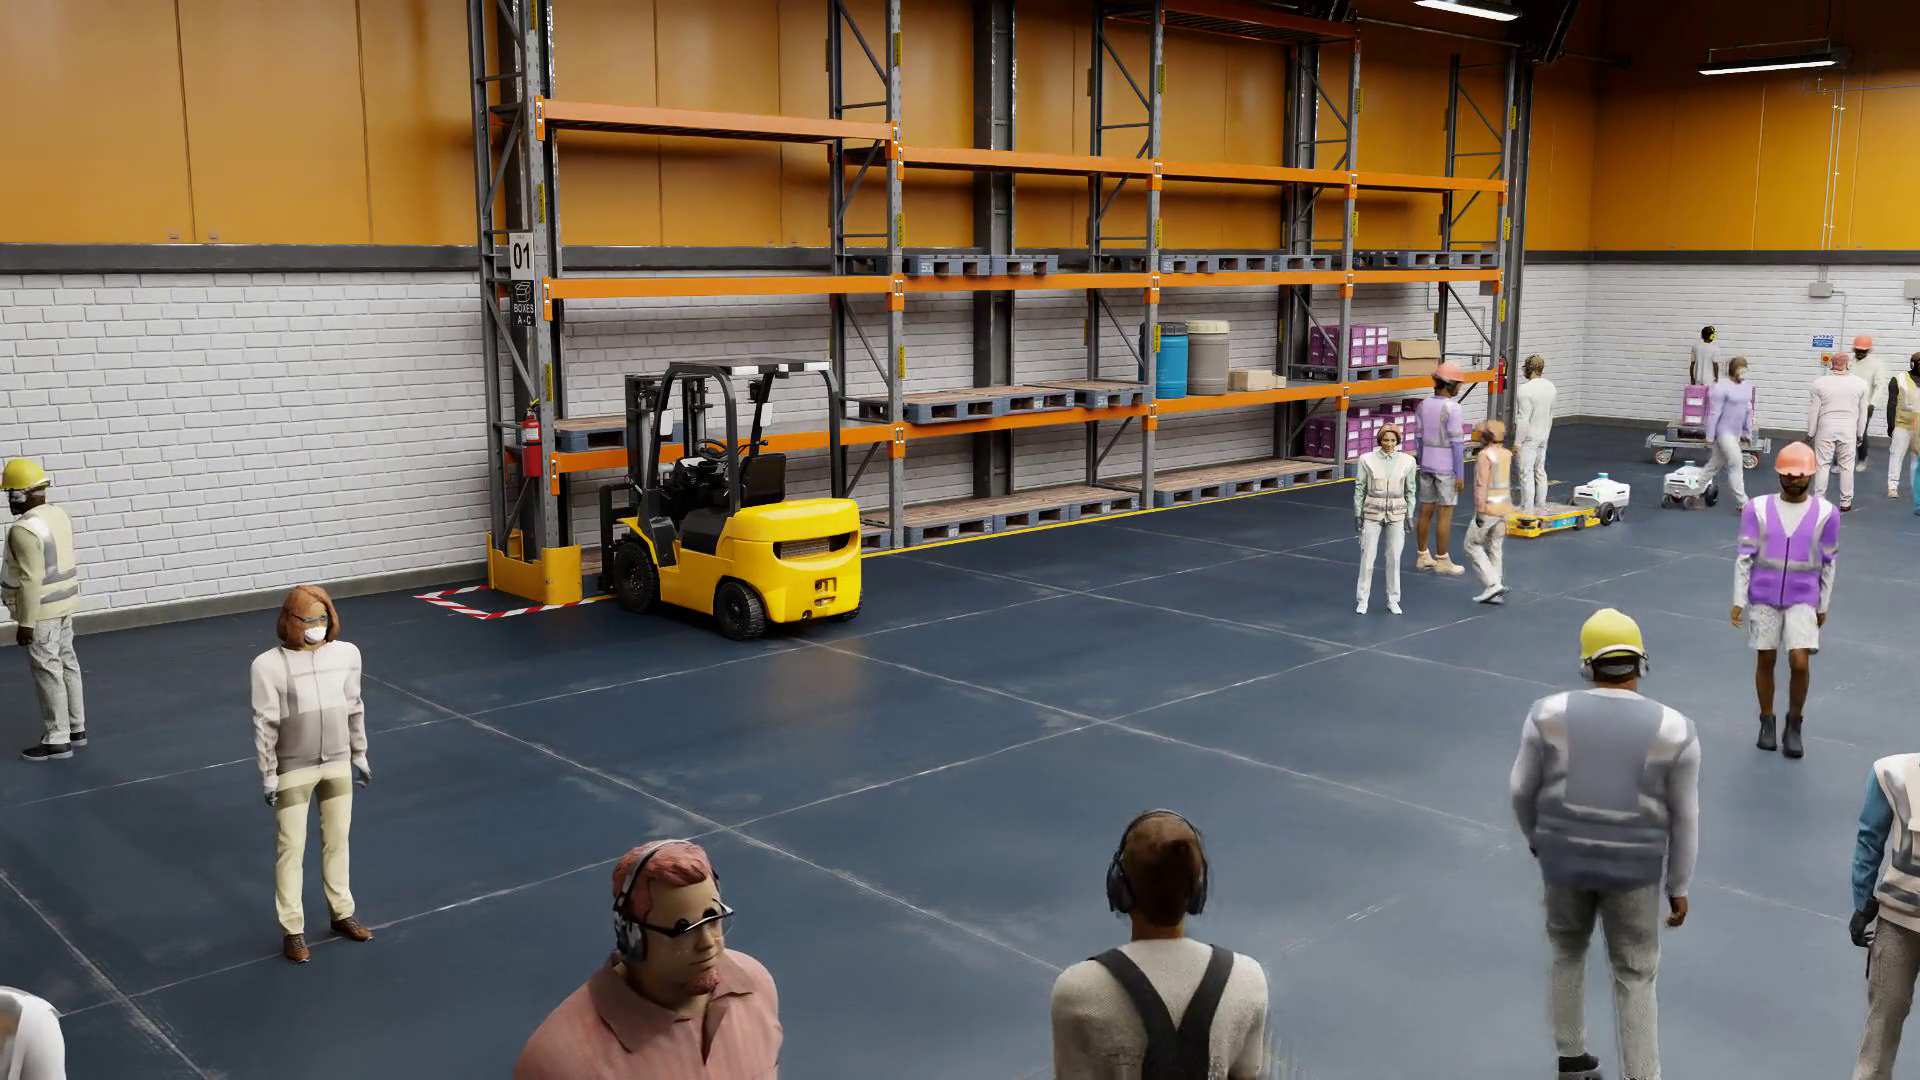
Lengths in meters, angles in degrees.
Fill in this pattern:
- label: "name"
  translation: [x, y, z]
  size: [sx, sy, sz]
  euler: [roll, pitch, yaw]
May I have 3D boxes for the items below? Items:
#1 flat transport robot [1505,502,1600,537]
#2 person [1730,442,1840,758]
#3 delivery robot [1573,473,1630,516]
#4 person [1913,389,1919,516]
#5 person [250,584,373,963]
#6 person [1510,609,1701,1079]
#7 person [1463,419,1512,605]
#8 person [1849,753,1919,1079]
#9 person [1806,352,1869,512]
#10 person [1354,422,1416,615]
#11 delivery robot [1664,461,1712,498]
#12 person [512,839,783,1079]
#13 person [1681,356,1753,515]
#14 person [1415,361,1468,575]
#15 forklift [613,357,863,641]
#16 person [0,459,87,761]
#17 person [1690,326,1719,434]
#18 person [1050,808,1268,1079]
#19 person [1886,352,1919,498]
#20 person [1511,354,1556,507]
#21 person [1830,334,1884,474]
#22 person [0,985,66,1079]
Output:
- label: "flat transport robot"
  translation: [6.430, -0.240, 18.460]
  size: [1.431, 0.197, 0.652]
  euler: [-8, 12, -38]
- label: "person"
  translation: [4.995, 0.367, 10.100]
  size: [0.553, 1.917, 0.594]
  euler: [5, 11, 28]
- label: "delivery robot"
  translation: [7.340, -0.524, 19.016]
  size: [0.707, 0.478, 0.477]
  euler: [-8, 12, -38]
- label: "person"
  translation: [11.294, -1.134, 19.137]
  size: [0.605, 1.819, 0.735]
  euler: [0, 10, 0]
- label: "person"
  translation: [-2.811, 0.996, 7.244]
  size: [0.289, 1.632, 0.497]
  euler: [9, 13, 41]
- label: "person"
  translation: [2.278, 1.148, 5.924]
  size: [0.629, 1.786, 0.540]
  euler: [4, 11, 23]
- label: "person"
  translation: [4.610, -0.242, 14.504]
  size: [0.543, 1.618, 0.380]
  euler: [-9, 13, -44]
- label: "person"
  translation: [3.257, 1.283, 5.546]
  size: [0.523, 1.636, 0.311]
  euler: [5, 11, 28]
- label: "person"
  translation: [10.433, -1.285, 19.819]
  size: [0.639, 1.901, 0.407]
  euler: [3, 10, 18]
- label: "person"
  translation: [3.597, -0.181, 14.116]
  size: [0.511, 1.639, 0.308]
  euler: [1, 10, 6]
- label: "delivery robot"
  translation: [8.821, -0.716, 20.141]
  size: [0.477, 0.478, 0.707]
  euler: [9, 13, 44]
- label: "person"
  translation: [-0.558, 1.523, 3.353]
  size: [0.407, 1.910, 0.639]
  euler: [8, 12, 38]
- label: "person"
  translation: [9.030, -1.237, 19.623]
  size: [0.646, 1.882, 1.009]
  euler: [-7, 12, -36]
- label: "person"
  translation: [4.627, -0.687, 15.919]
  size: [0.401, 2.039, 0.616]
  euler: [-4, 11, -23]
- label: "forklift"
  translation: [-1.847, -0.414, 13.852]
  size: [1.214, 2.155, 2.313]
  euler: [-9, 13, -42]
- label: "person"
  translation: [-5.566, 0.415, 10.067]
  size: [0.403, 1.827, 0.600]
  euler: [-1, 10, -7]
- label: "person"
  translation: [12.508, -2.654, 27.929]
  size: [0.326, 1.869, 0.519]
  euler: [-7, 12, -36]
- label: "person"
  translation: [0.406, 1.494, 3.773]
  size: [0.534, 1.819, 0.561]
  euler: [-2, 10, -13]
- label: "person"
  translation: [11.969, -1.439, 20.880]
  size: [0.627, 1.847, 0.429]
  euler: [2, 10, 10]
- label: "person"
  translation: [6.421, -1.115, 18.704]
  size: [0.635, 1.938, 0.359]
  euler: [-8, 12, -39]
- label: "person"
  translation: [12.429, -1.879, 23.079]
  size: [0.639, 1.965, 0.481]
  euler: [9, 13, 43]
- label: "person"
  translation: [-2.087, 1.530, 3.370]
  size: [0.573, 1.887, 0.353]
  euler: [-1, 10, -4]
